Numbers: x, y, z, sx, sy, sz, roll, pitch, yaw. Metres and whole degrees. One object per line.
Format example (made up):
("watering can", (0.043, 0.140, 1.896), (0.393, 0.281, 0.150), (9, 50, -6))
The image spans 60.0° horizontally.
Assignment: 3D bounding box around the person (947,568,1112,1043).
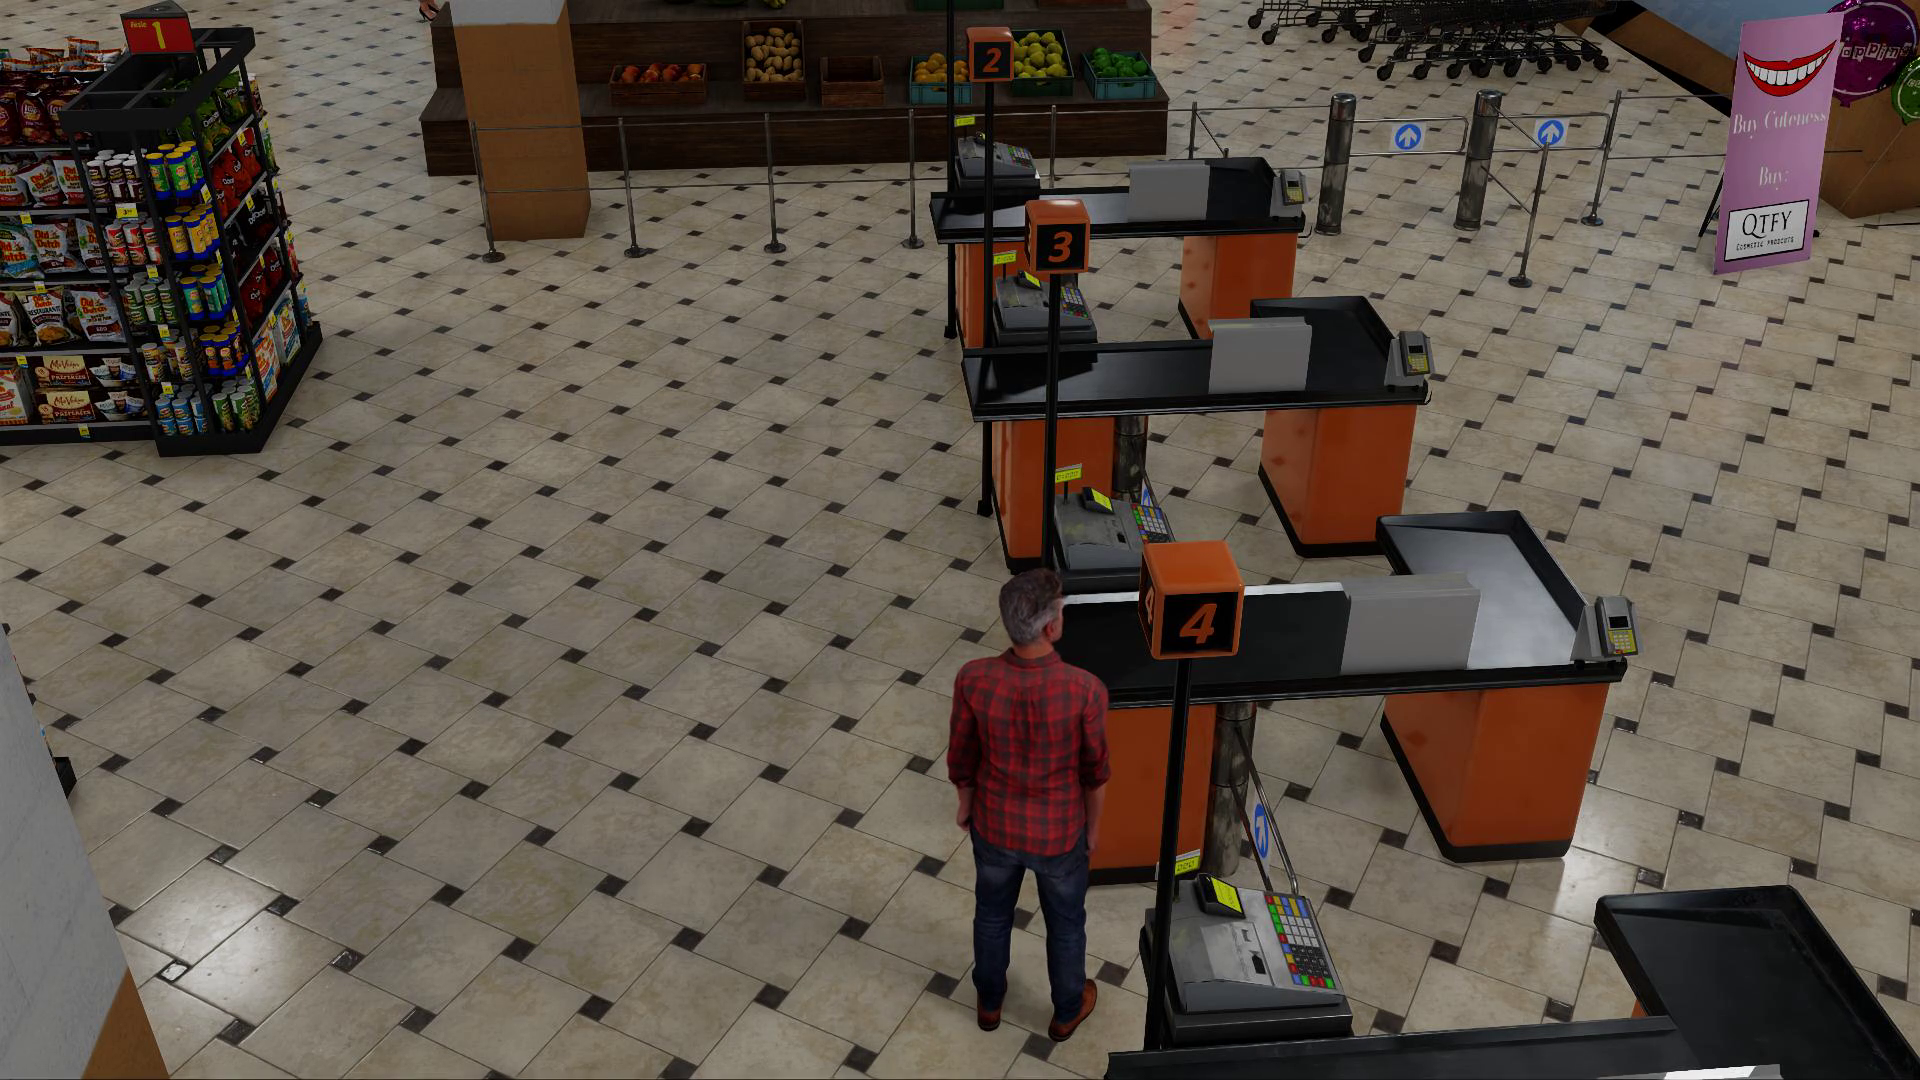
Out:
("person", (0.229, 0.906, 5.472), (0.624, 1.829, 0.808), (8, 33, 13))
